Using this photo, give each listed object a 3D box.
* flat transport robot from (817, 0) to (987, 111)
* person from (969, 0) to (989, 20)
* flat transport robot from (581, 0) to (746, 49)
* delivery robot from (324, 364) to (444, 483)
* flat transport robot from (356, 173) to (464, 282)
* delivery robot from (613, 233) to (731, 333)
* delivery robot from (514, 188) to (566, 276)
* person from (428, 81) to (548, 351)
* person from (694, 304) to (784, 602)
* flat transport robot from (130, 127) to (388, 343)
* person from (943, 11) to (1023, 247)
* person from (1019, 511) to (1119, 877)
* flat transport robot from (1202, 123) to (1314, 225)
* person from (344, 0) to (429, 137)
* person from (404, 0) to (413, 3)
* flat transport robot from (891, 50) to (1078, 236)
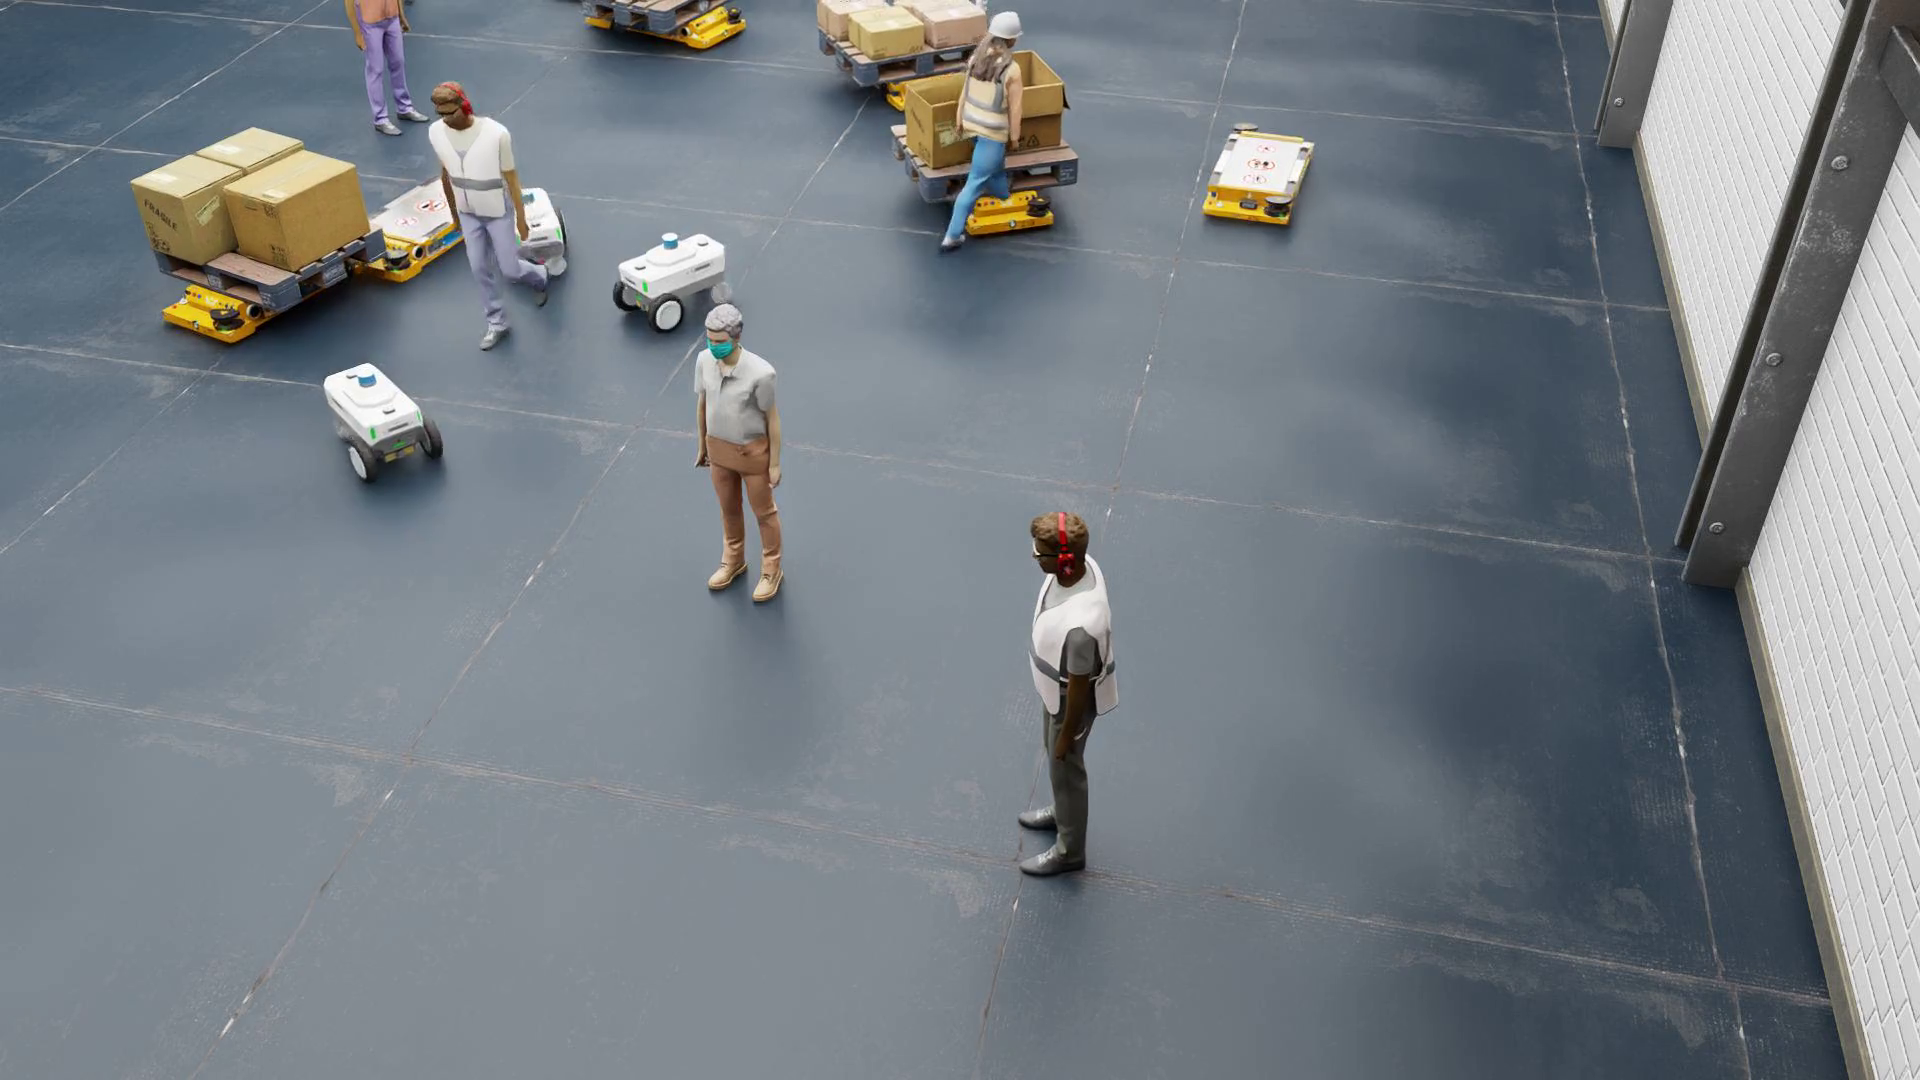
[{"bbox_3d":[-0.511,-4.195,14.833,0.659,0.231,1.431,-16,40,-20],"label":"flat transport robot"},{"bbox_3d":[0.088,-5.842,15.688,0.343,1.882,0.578,-23,43,-28],"label":"person"},{"bbox_3d":[-2.825,-4.999,15.908,1.431,0.231,0.659,18,40,23],"label":"flat transport robot"},{"bbox_3d":[-3.493,-0.731,9.974,0.499,0.614,0.815,-27,44,-31],"label":"delivery robot"},{"bbox_3d":[-3.956,-2.352,12.366,0.659,0.231,1.431,15,39,19],"label":"flat transport robot"},{"bbox_3d":[-1.965,-1.806,11.395,0.795,0.592,0.499,-29,46,-33],"label":"delivery robot"},{"bbox_3d":[-3.096,-2.247,11.981,0.522,0.588,0.759,-13,39,-17],"label":"delivery robot"},{"bbox_3d":[-3.042,-2.155,10.812,0.606,1.814,0.627,10,38,12],"label":"person"},{"bbox_3d":[-1.140,-0.452,8.590,0.493,1.743,0.302,15,39,19],"label":"person"},{"bbox_3d":[-4.797,-1.838,11.678,0.659,0.231,1.431,19,41,23],"label":"flat transport robot"},{"bbox_3d":[0.180,-2.959,12.014,0.901,1.662,0.496,-27,44,-31],"label":"person"},{"bbox_3d":[0.457,0.651,7.046,0.408,1.831,0.568,-2,37,-3],"label":"person"},{"bbox_3d":[2.365,-2.885,13.079,0.659,0.231,1.431,11,38,14],"label":"flat transport robot"},{"bbox_3d":[-4.770,-4.239,13.582,0.377,1.837,0.562,18,41,23],"label":"person"},{"bbox_3d":[-5.491,-5.878,15.808,0.552,1.810,1.065,-7,37,-9],"label":"person"},{"bbox_3d":[0.189,-2.789,12.951,0.659,0.231,1.431,-10,38,-14],"label":"flat transport robot"}]
